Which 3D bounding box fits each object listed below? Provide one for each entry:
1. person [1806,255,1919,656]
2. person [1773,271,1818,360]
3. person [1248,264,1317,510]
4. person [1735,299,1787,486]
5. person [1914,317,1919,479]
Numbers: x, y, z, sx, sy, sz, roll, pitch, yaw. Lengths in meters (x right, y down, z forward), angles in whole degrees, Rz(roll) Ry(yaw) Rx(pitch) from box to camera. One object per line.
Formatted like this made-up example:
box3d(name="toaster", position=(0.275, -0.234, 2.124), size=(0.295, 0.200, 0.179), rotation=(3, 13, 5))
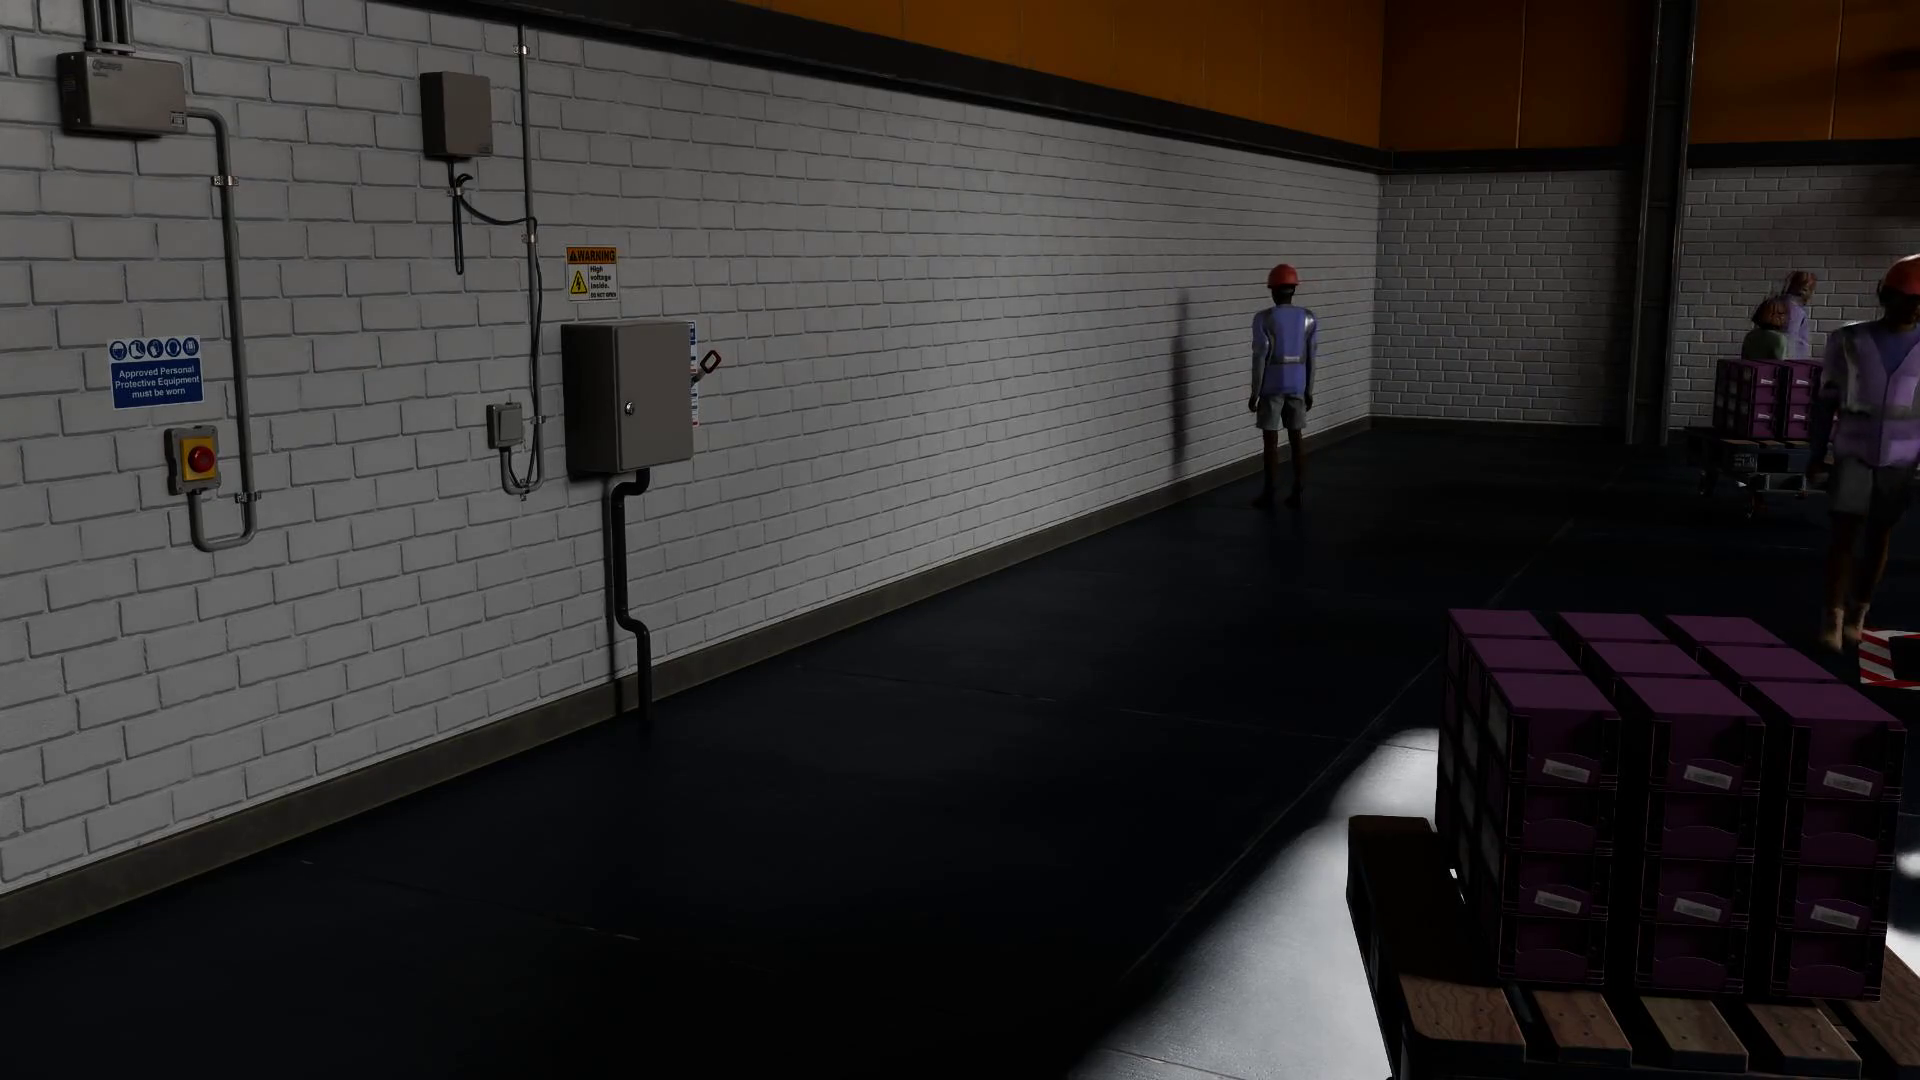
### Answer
box3d(name="person", position=(4.594, -0.401, 8.304), size=(0.639, 2.001, 0.912), rotation=(5, 11, 26))
box3d(name="person", position=(7.570, -1.502, 15.126), size=(0.888, 1.843, 0.700), rotation=(2, 10, 9))
box3d(name="person", position=(2.533, -1.204, 13.149), size=(0.551, 1.932, 0.378), rotation=(-2, 10, -14))
box3d(name="person", position=(6.890, -1.244, 14.257), size=(0.277, 1.633, 0.502), rotation=(-3, 10, -14))
box3d(name="person", position=(8.571, -1.463, 14.934), size=(0.404, 1.837, 0.592), rotation=(6, 11, 30))
